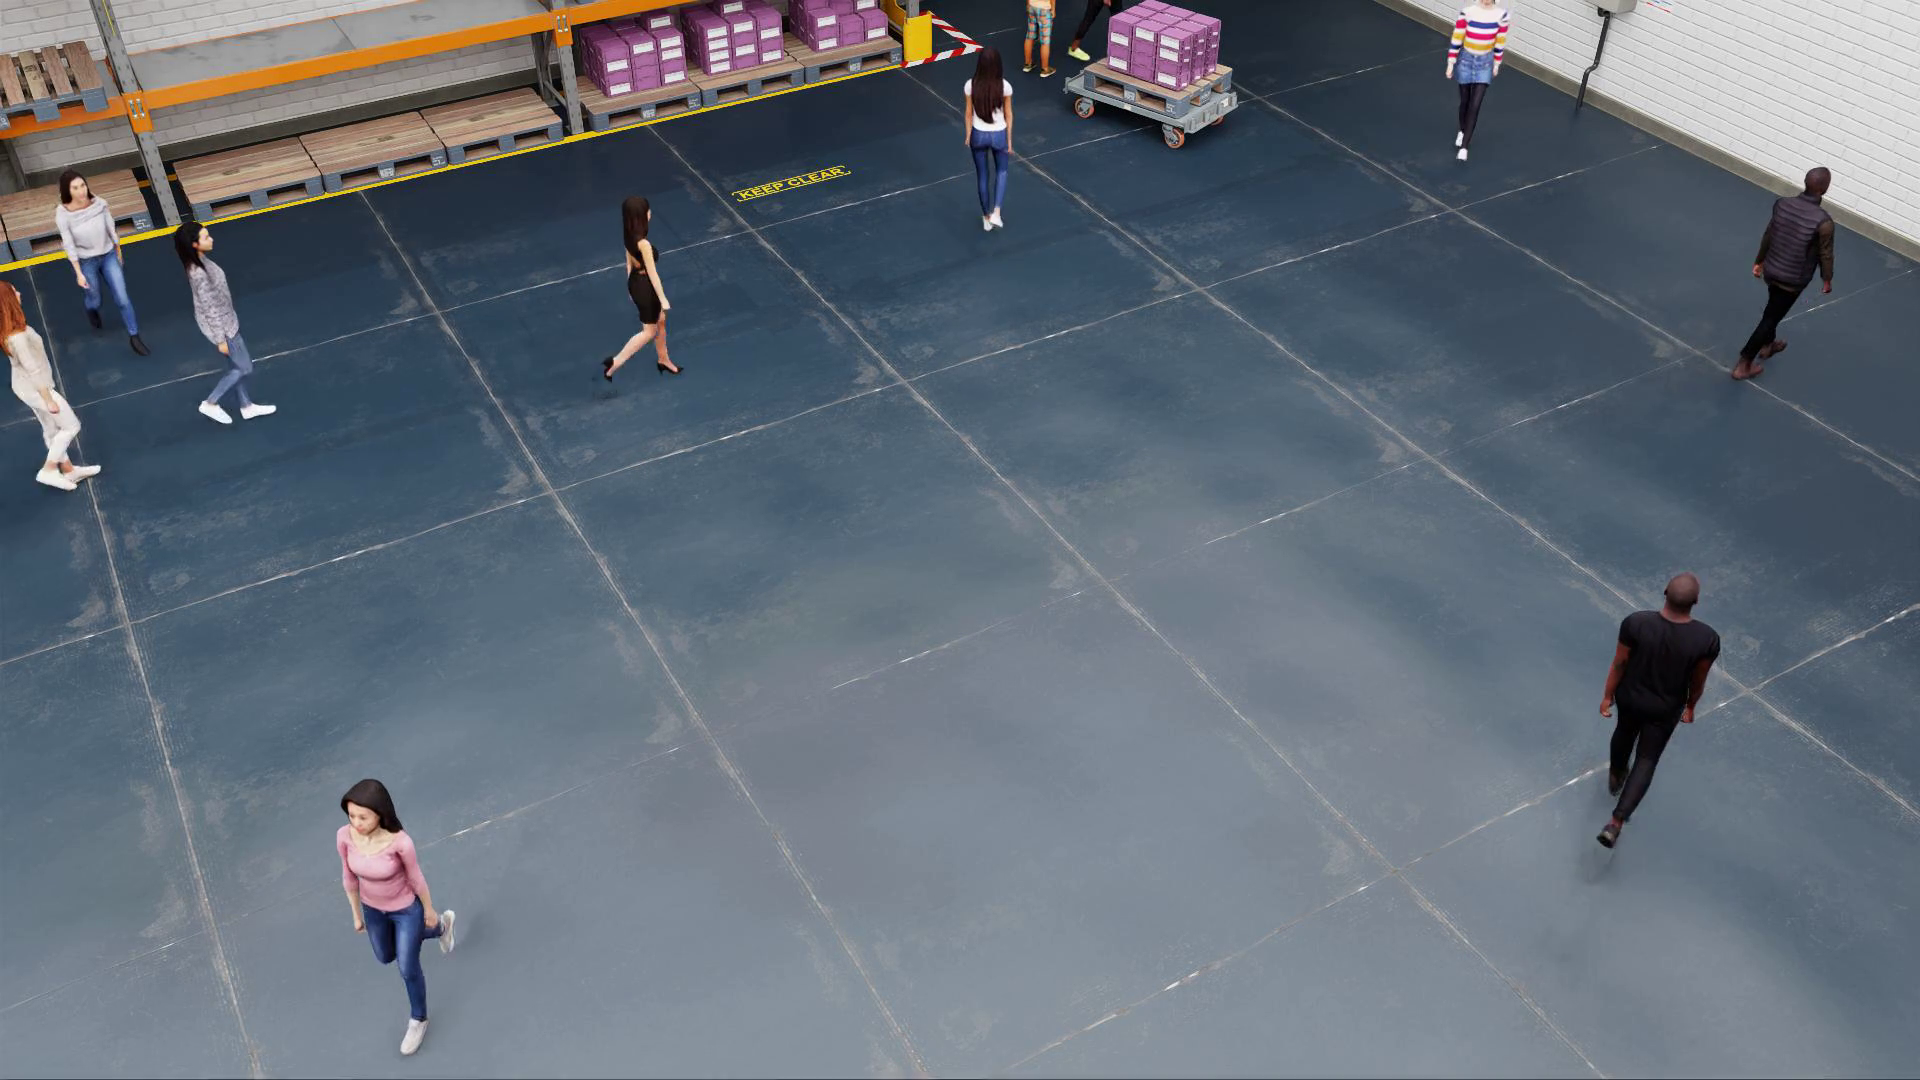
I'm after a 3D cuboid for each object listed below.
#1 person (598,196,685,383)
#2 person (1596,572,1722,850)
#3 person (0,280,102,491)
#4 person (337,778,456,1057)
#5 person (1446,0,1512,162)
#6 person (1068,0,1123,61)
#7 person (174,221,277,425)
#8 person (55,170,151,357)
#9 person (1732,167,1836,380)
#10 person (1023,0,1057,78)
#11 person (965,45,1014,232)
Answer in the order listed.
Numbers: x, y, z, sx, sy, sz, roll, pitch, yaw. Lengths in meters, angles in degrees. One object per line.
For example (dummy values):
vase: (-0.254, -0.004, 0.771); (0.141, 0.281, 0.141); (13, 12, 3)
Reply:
person: (-2.556, -1.908, 13.090); (0.934, 1.631, 0.577); (-18, 42, -21)
person: (3.865, 0.974, 9.352); (1.051, 1.792, 1.254); (19, 42, 22)
person: (-6.722, -1.055, 11.967); (0.752, 1.699, 0.689); (-30, 47, -32)
person: (-2.820, 1.794, 8.377); (0.956, 1.729, 1.002); (8, 39, 9)
person: (5.112, -4.711, 16.489); (1.052, 1.769, 1.148); (13, 40, 15)
person: (1.494, -6.007, 18.168); (1.071, 1.700, 1.166); (18, 42, 21)
person: (-5.726, -1.616, 12.653); (0.772, 1.721, 0.639); (-16, 41, -19)
person: (-7.076, -2.266, 13.558); (0.979, 1.607, 0.824); (-32, 48, -33)
person: (6.473, -2.068, 13.141); (0.940, 1.818, 0.772); (-15, 41, -18)
person: (0.873, -5.791, 18.093); (0.579, 1.456, 0.578); (26, 45, 29)
person: (0.250, -3.579, 15.077); (0.790, 1.763, 0.840); (3, 39, 4)
